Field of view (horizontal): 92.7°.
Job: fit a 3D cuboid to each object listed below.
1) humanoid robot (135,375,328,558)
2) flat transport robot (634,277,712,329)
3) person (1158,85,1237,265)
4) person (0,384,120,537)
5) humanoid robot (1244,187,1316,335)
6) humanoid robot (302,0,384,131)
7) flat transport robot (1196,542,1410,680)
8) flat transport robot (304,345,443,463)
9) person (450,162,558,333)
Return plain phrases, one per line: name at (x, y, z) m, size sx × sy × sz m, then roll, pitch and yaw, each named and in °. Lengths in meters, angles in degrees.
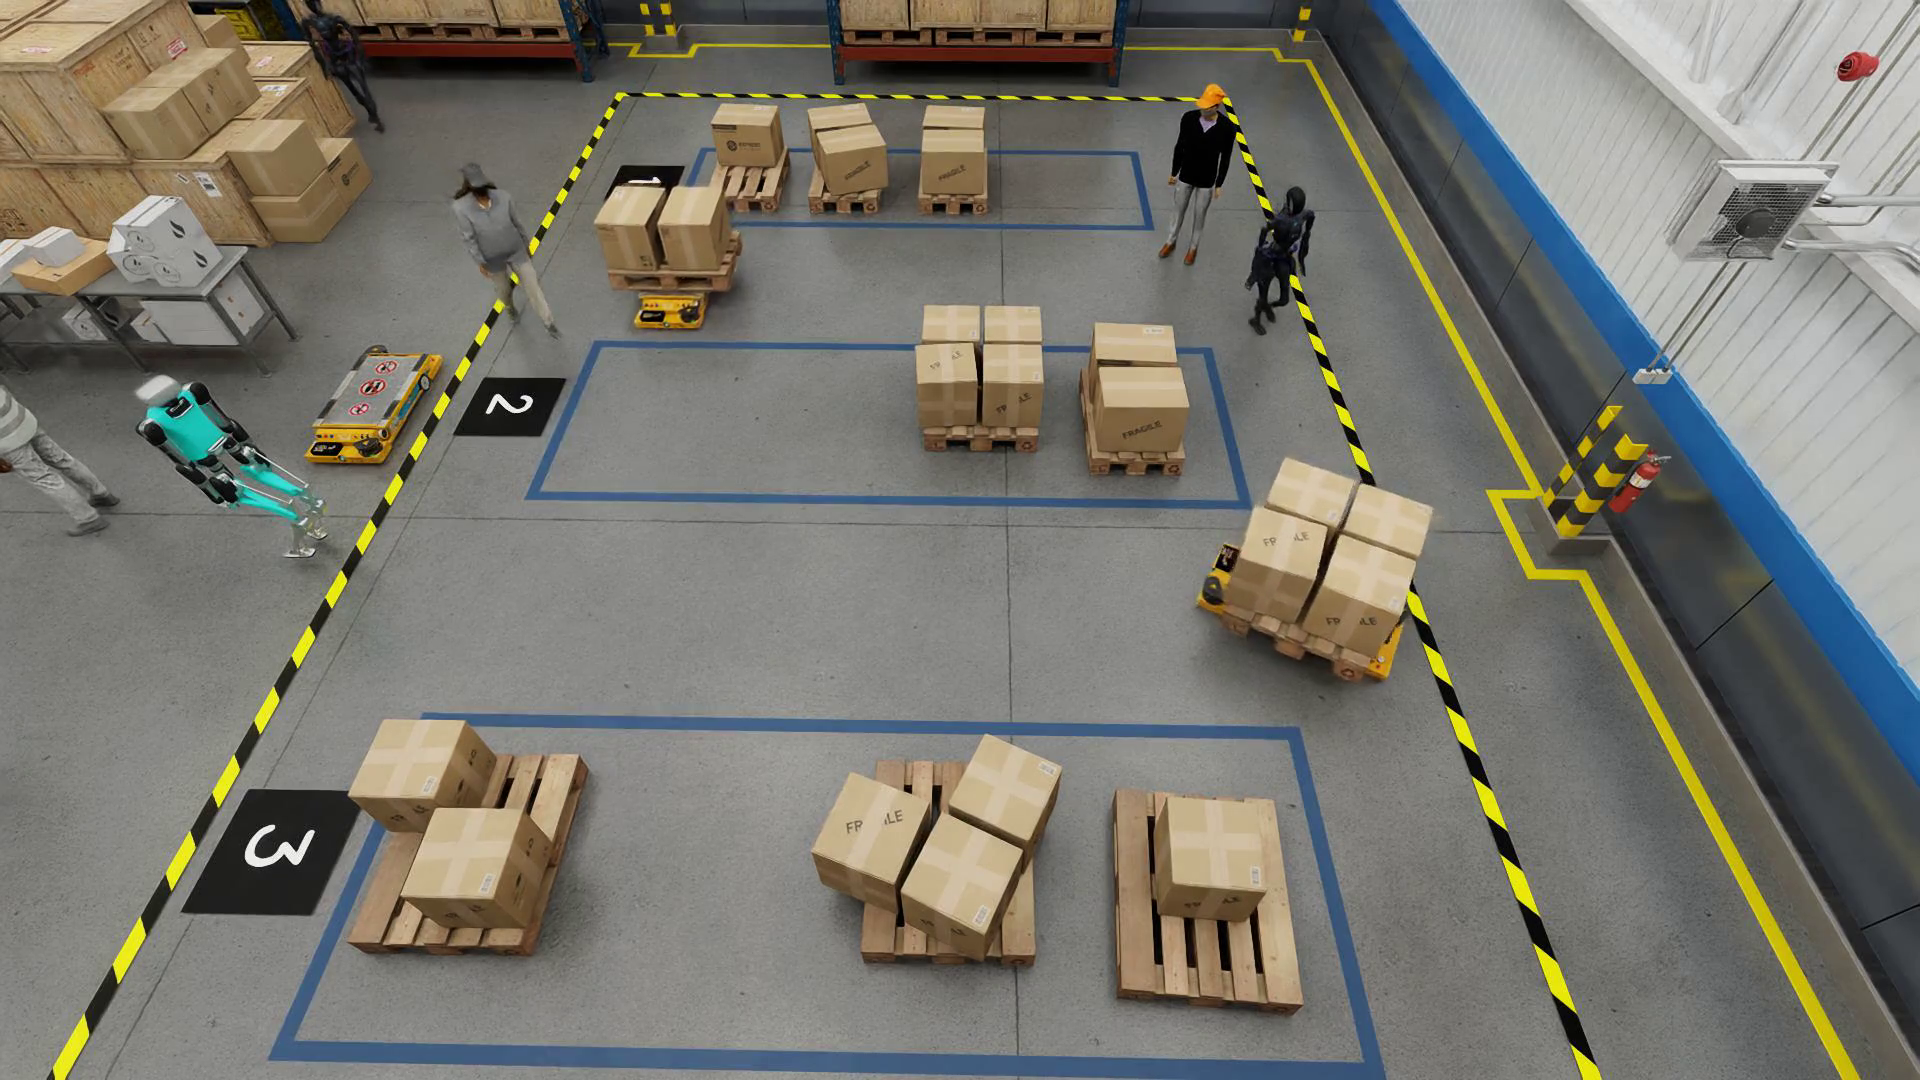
humanoid robot at (-5.171, -0.475, 6.722) m, size 0.735 × 1.673 × 0.533 m, roll 9°, pitch 50°, yaw 8°
flat transport robot at (-2.947, -2.743, 9.670) m, size 0.652 × 0.197 × 1.431 m, roll 1°, pitch 50°, yaw 1°
person at (2.454, -3.754, 9.489) m, size 0.586 × 1.879 × 0.390 m, roll 24°, pitch 54°, yaw 19°
person at (-7.261, -0.807, 6.957) m, size 0.415 × 1.939 × 0.607 m, roll -12°, pitch 51°, yaw -10°
humanoid robot at (2.999, -2.638, 8.683) m, size 0.628 × 1.626 × 0.475 m, roll -13°, pitch 51°, yaw -11°
humanoid robot at (-7.780, -6.011, 11.553) m, size 0.616 × 1.622 × 0.765 m, roll -12°, pitch 51°, yaw -10°
flat transport robot at (2.595, 0.481, 6.942) m, size 1.431 × 0.197 × 0.652 m, roll 22°, pitch 53°, yaw 18°
flat transport robot at (-5.383, -1.269, 8.441) m, size 0.659 × 0.231 × 1.431 m, roll 1°, pitch 50°, yaw 1°
person at (-4.367, -2.750, 8.718) m, size 0.571 × 1.774 × 0.399 m, roll -29°, pitch 55°, yaw -22°
